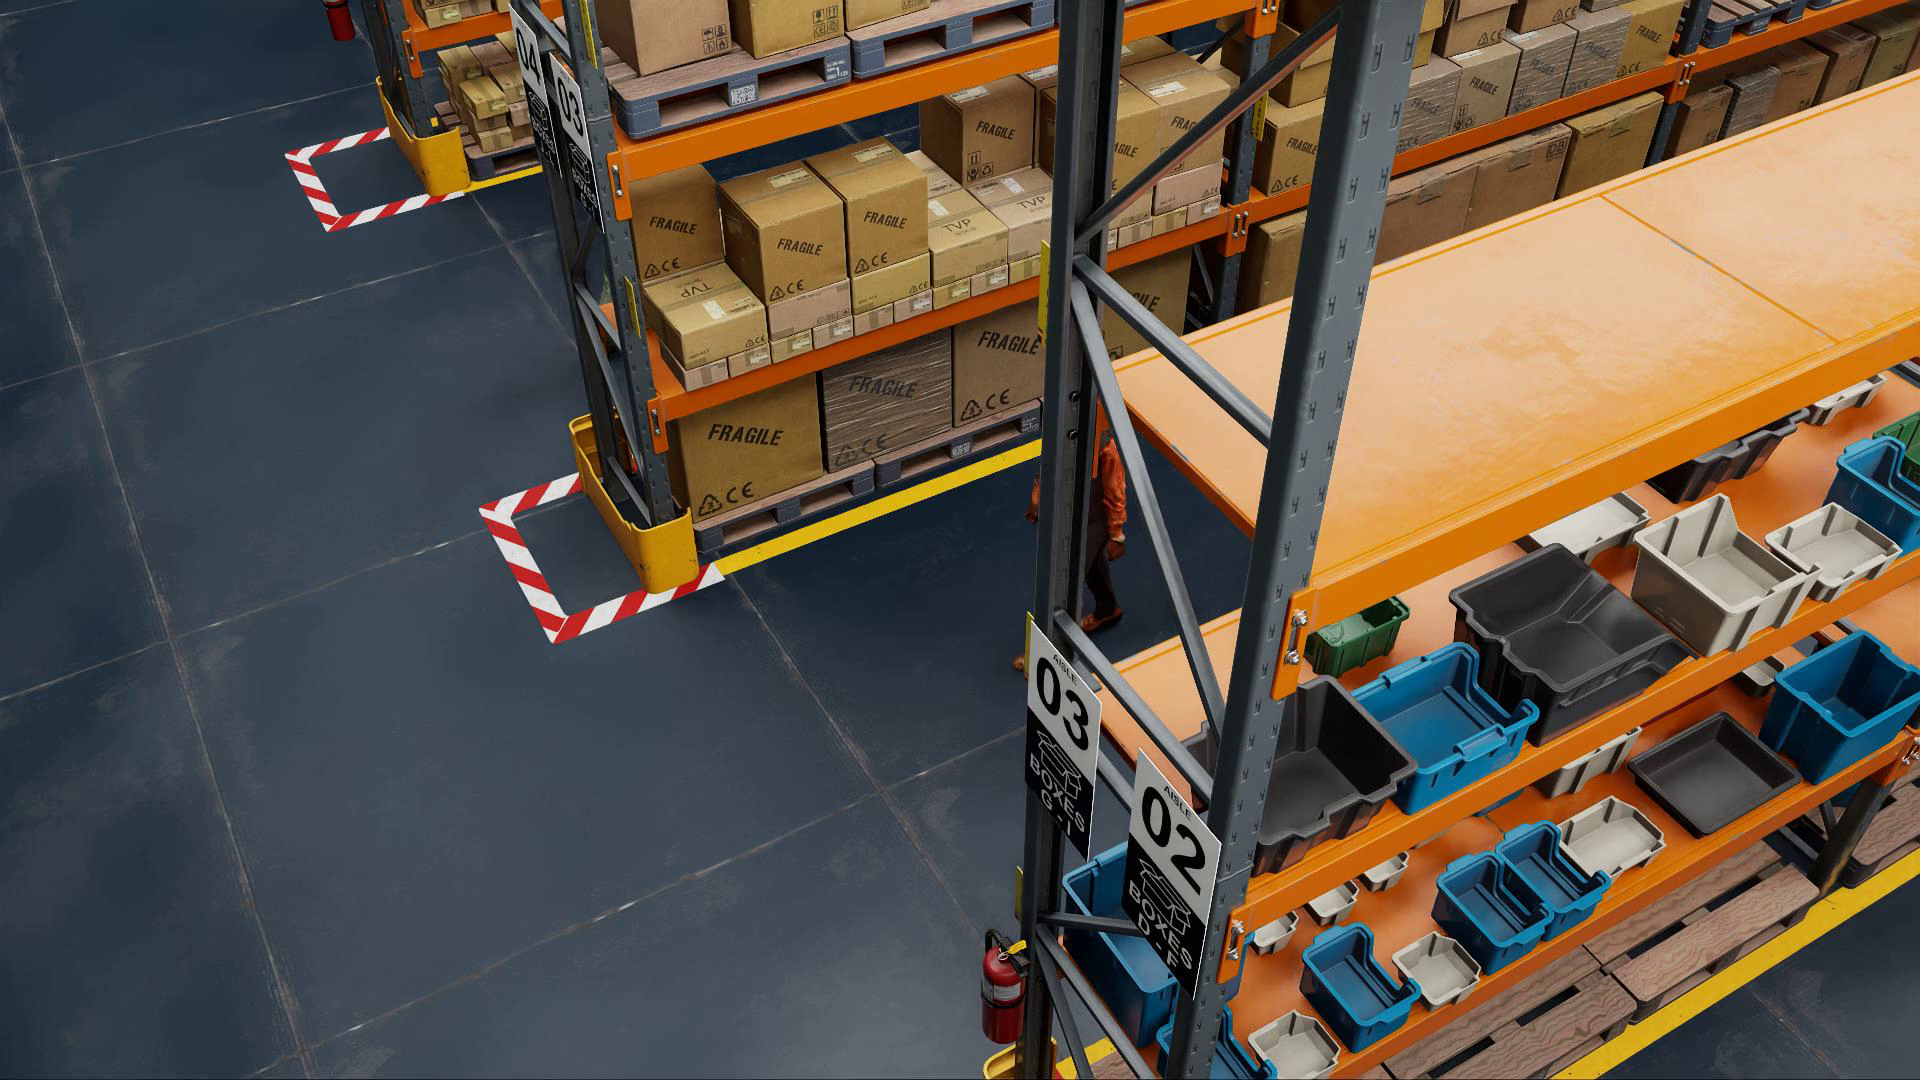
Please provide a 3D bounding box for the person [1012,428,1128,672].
[{"bbox_3d":[0.758,-0.176,8.921,1.004,1.882,0.706,-22,47,-22],"label":"person"}]
